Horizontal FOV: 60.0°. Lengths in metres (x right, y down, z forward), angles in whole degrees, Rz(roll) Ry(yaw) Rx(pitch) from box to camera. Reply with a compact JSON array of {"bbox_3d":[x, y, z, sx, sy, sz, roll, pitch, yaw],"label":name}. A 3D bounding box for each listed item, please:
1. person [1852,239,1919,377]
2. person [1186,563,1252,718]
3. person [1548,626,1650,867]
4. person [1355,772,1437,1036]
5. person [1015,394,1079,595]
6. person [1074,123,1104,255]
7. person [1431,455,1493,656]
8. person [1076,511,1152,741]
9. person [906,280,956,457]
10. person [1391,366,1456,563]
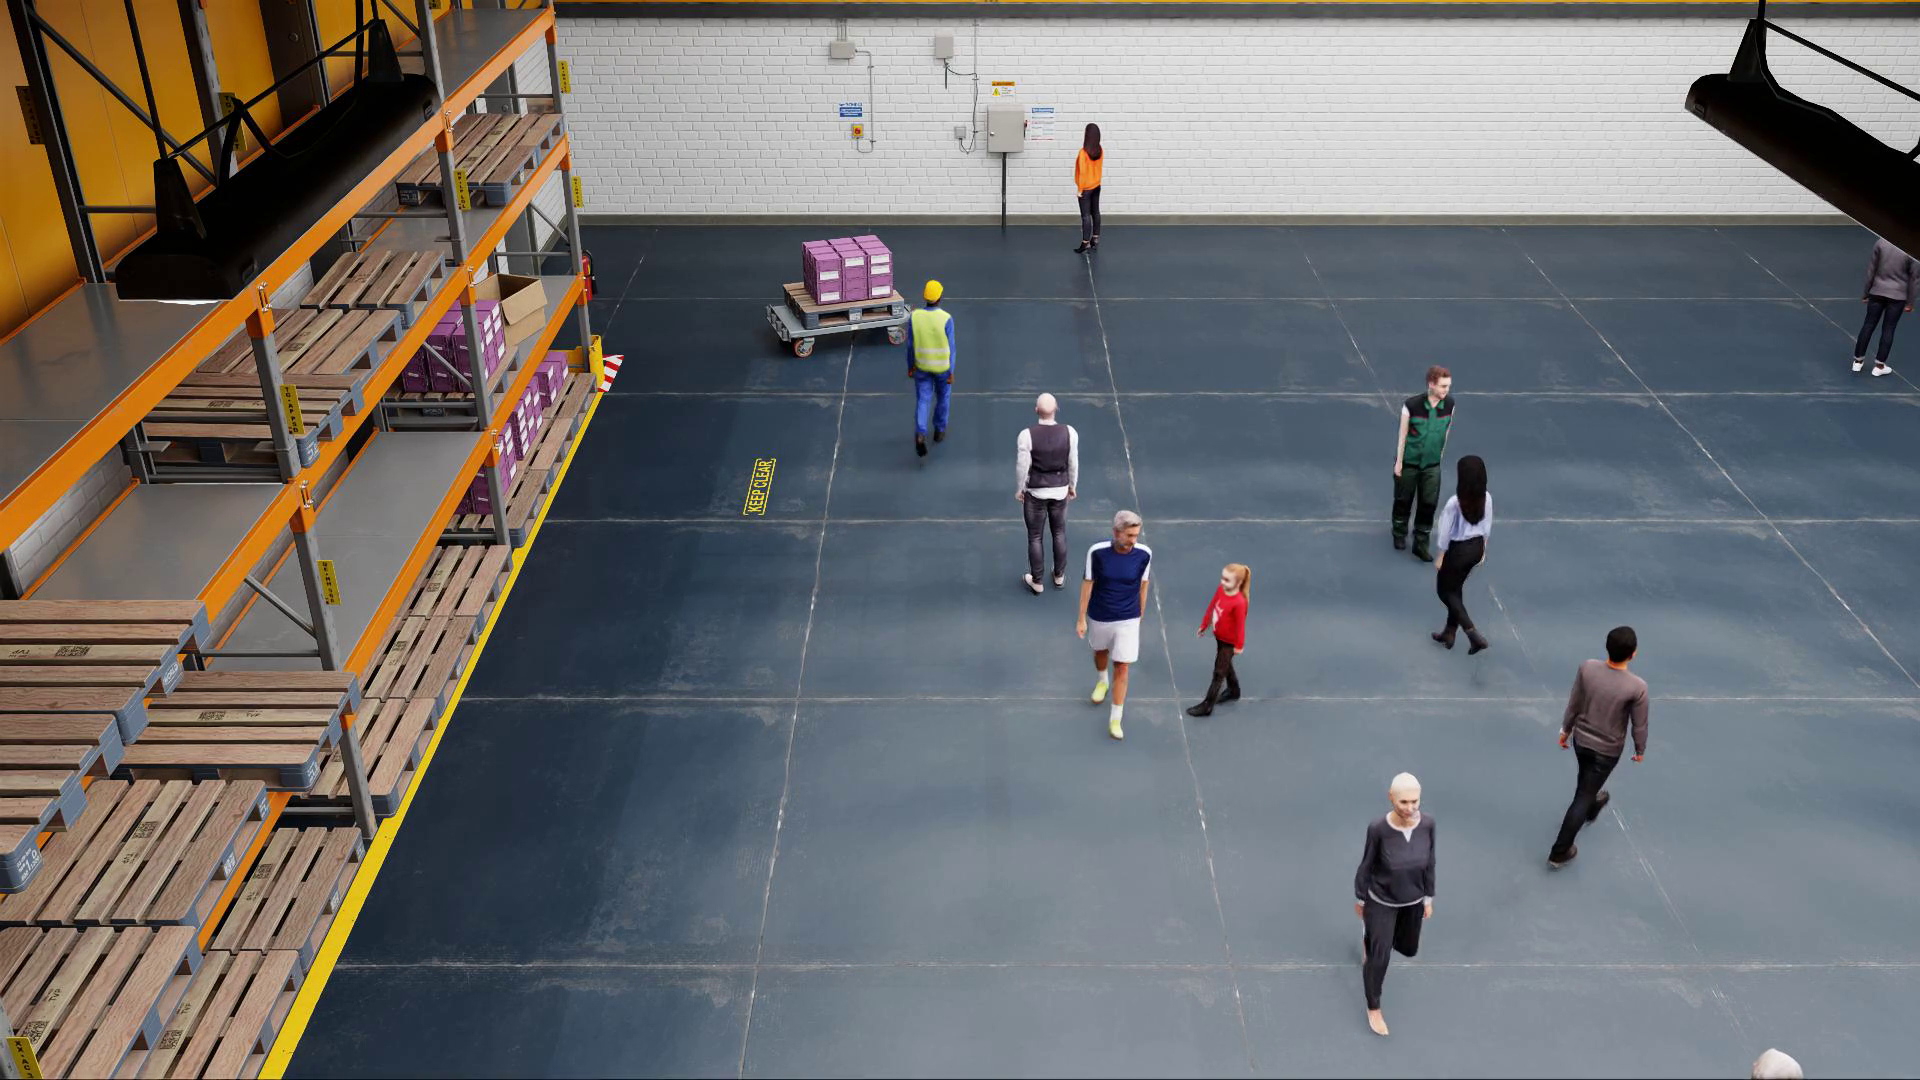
[{"bbox_3d":[10.340,-2.725,18.534,0.857,1.818,0.783,-23,36,-36],"label":"person"},{"bbox_3d":[2.088,0.731,12.777,0.730,1.265,0.780,-11,31,-20],"label":"person"},{"bbox_3d":[4.185,1.406,11.057,1.126,1.726,1.159,17,33,29],"label":"person"},{"bbox_3d":[2.558,2.064,9.870,0.729,1.709,0.948,-5,29,-9],"label":"person"},{"bbox_3d":[0.744,-0.387,14.243,0.771,1.823,0.752,-7,29,-13],"label":"person"},{"bbox_3d":[1.739,-4.714,22.255,0.766,1.749,0.693,23,36,35],"label":"person"},{"bbox_3d":[4.057,0.182,13.303,0.893,1.725,1.000,-12,31,-22],"label":"person"},{"bbox_3d":[1.163,0.531,12.608,0.773,1.778,1.157,5,29,8],"label":"person"},{"bbox_3d":[-0.296,-1.708,16.701,0.781,1.790,1.170,4,29,8],"label":"person"},{"bbox_3d":[4.089,-0.744,14.906,0.681,1.816,0.809,1,29,1],"label":"person"}]
